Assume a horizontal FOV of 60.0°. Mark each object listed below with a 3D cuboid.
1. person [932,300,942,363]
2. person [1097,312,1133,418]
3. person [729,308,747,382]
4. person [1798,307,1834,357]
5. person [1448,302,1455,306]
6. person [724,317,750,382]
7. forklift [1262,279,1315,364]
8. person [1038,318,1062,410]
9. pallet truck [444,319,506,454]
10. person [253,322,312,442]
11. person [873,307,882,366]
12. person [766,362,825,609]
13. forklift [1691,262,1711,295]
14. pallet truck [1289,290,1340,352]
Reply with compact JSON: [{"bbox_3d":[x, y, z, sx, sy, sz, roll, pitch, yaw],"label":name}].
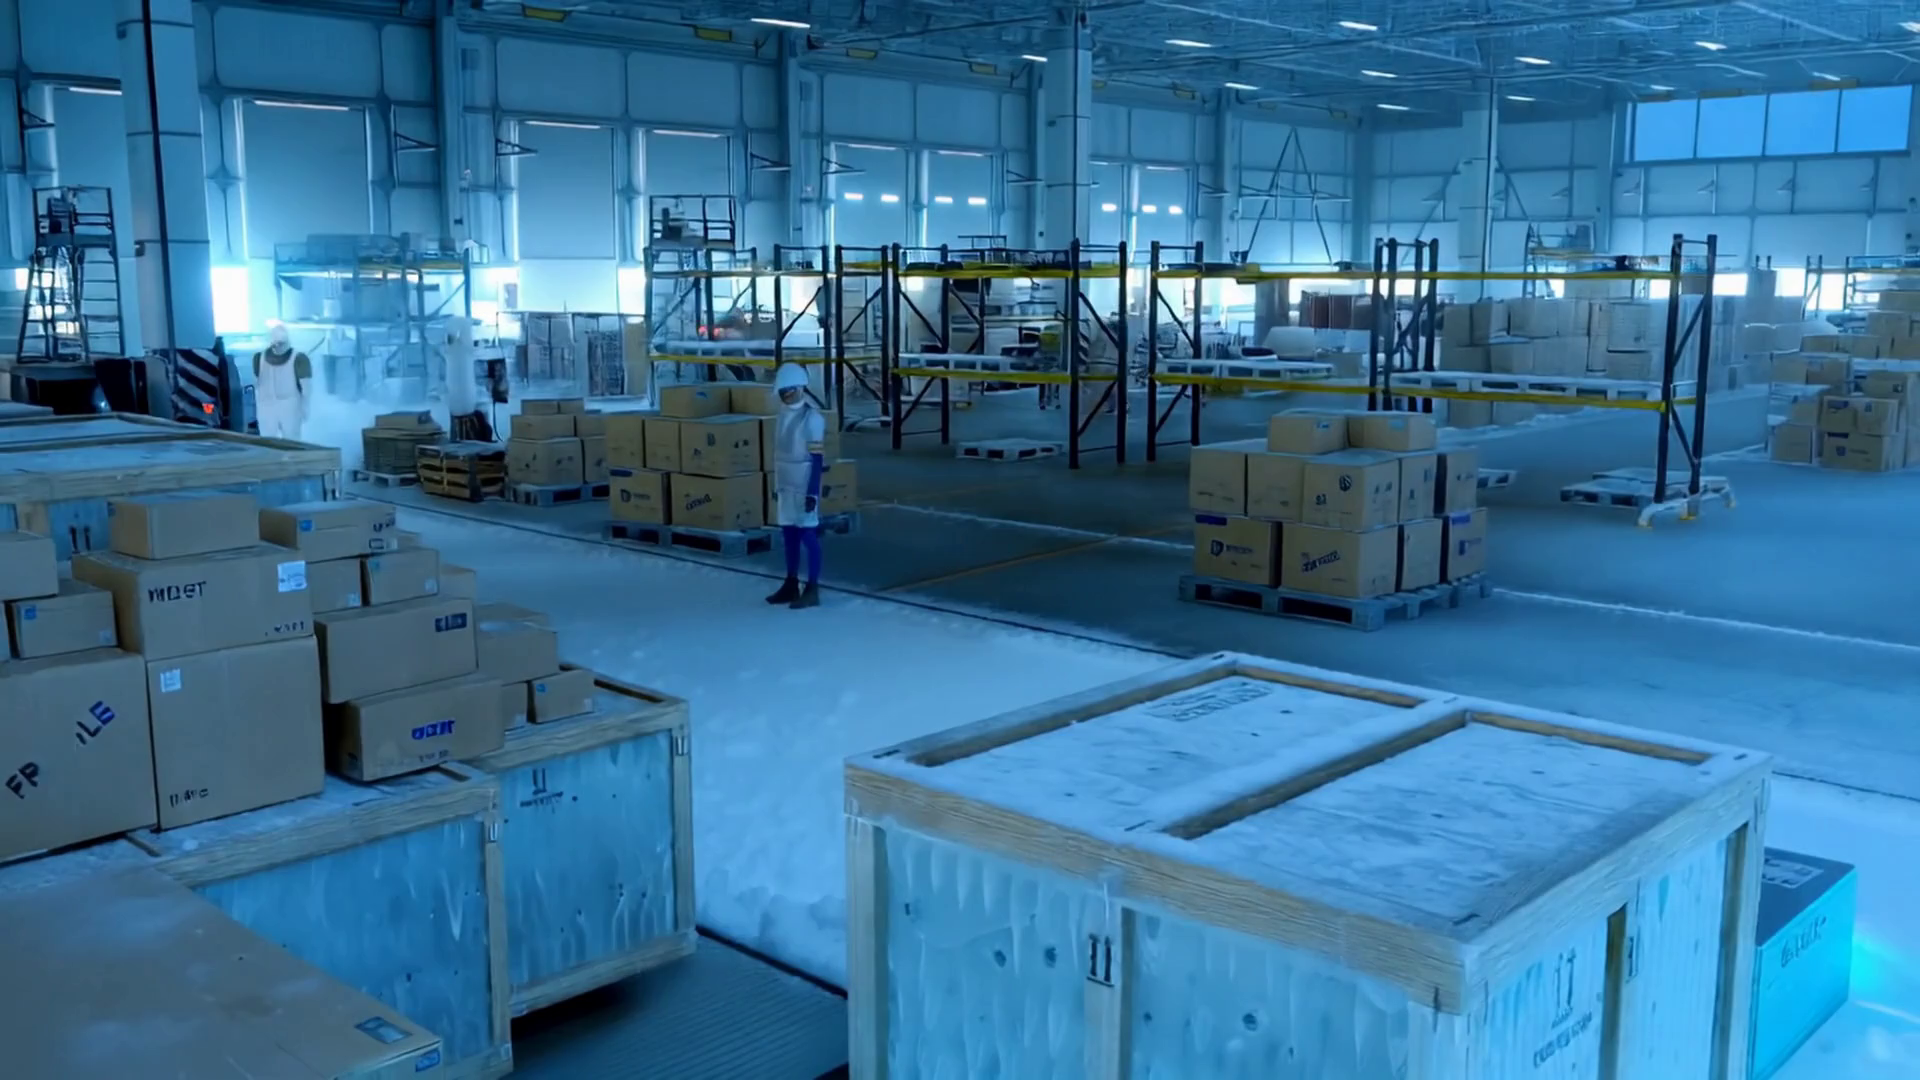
[{"bbox_3d":[-0.453,-4.631,38.837,0.376,1.933,0.545,2,10,13],"label":"person"},{"bbox_3d":[2.850,-3.150,29.900,0.905,1.897,0.603,-9,13,-43],"label":"person"},{"bbox_3d":[-4.132,-3.338,30.941,0.362,1.932,0.626,-1,9,-9],"label":"person"},{"bbox_3d":[17.353,-3.779,33.760,0.624,1.879,1.033,4,10,25],"label":"person"},{"bbox_3d":[14.653,-6.257,49.626,0.552,1.669,0.777,0,9,3],"label":"person"},{"bbox_3d":[-4.034,-3.198,30.498,1.007,1.775,0.650,-4,10,-23],"label":"person"},{"bbox_3d":[8.560,-6.090,44.881,1.873,2.768,1.129,9,13,43],"label":"forklift"},{"bbox_3d":[1.720,-3.328,31.463,0.486,1.735,0.330,-5,10,-27],"label":"person"},{"bbox_3d":[-6.981,-1.942,22.150,1.885,1.965,0.823,1,9,9],"label":"pallet truck"},{"bbox_3d":[-8.244,-1.643,20.184,0.703,2.000,0.635,-1,9,-5],"label":"person"},{"bbox_3d":[-2.166,-5.389,44.412,0.317,1.632,0.523,-2,9,-10],"label":"person"},{"bbox_3d":[-1.299,-0.431,13.080,0.361,1.935,0.544,-8,12,-42],"label":"person"},{"bbox_3d":[19.903,-6.087,44.868,1.873,2.768,1.129,3,10,17],"label":"forklift"},{"bbox_3d":[11.297,-6.951,52.861,1.885,1.965,0.823,-5,11,-29],"label":"pallet truck"}]
